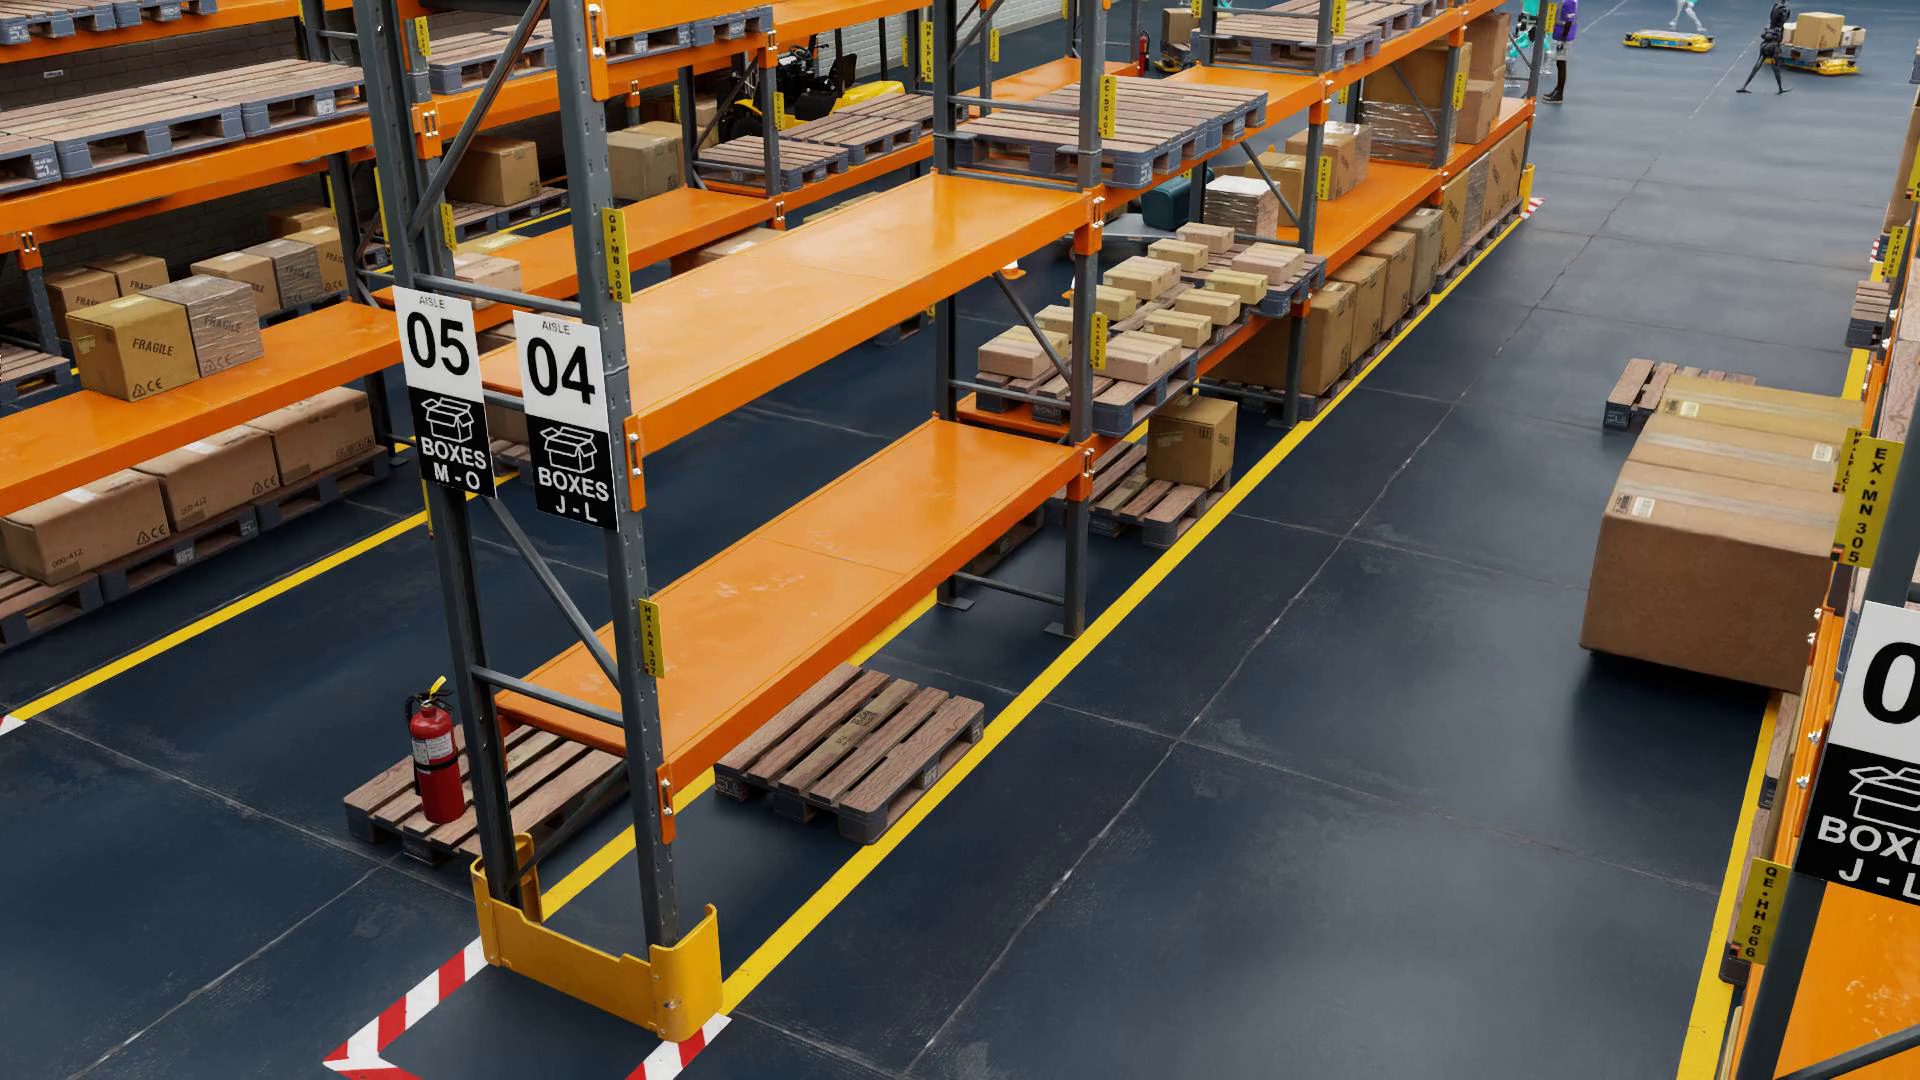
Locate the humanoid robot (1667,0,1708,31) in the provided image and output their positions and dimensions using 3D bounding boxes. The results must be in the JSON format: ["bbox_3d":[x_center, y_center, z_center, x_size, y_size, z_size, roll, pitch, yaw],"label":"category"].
[{"bbox_3d":[13.910,-10.541,31.586,0.969,1.768,0.545,1,26,2],"label":"humanoid robot"}]

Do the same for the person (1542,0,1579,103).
[{"bbox_3d":[9.175,-7.662,25.308,0.368,1.964,0.607,9,27,18],"label":"person"}]

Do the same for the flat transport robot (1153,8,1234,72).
[{"bbox_3d":[4.051,-8.095,28.163,1.431,0.231,0.659,-5,26,-11],"label":"flat transport robot"}]

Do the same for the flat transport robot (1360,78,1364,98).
[{"bbox_3d":[6.331,-5.996,23.801,0.659,0.231,1.431,-3,26,-7],"label":"flat transport robot"}]

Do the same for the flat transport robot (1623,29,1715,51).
[{"bbox_3d":[12.851,-9.050,30.146,1.431,0.231,0.659,18,31,32],"label":"flat transport robot"}]

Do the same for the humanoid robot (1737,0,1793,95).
[{"bbox_3d":[12.703,-7.785,25.947,0.778,1.623,0.595,4,26,8],"label":"humanoid robot"}]

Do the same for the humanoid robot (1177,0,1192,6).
[{"bbox_3d":[4.575,-11.767,33.946,0.735,1.677,0.533,-18,31,-33],"label":"humanoid robot"}]

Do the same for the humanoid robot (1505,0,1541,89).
[{"bbox_3d":[8.784,-7.901,26.110,0.852,1.803,0.559,-10,27,-20],"label":"humanoid robot"}]

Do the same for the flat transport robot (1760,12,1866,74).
[{"bbox_3d":[14.441,-8.132,28.238,0.659,0.231,1.431,-11,28,-22],"label":"flat transport robot"}]

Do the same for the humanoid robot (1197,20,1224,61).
[{"bbox_3d":[3.515,-6.305,22.878,0.584,1.638,0.762,19,32,34],"label":"humanoid robot"}]

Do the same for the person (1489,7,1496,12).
[{"bbox_3d":[7.423,-6.933,23.895,0.466,1.878,0.616,0,26,0],"label":"person"}]

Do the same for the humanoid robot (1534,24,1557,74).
[{"bbox_3d":[9.674,-8.465,27.274,0.821,1.796,0.543,19,32,34],"label":"humanoid robot"}]

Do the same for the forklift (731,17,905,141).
[{"bbox_3d":[-1.819,-5.975,21.543,2.313,2.155,1.214,14,29,26],"label":"forklift"}]

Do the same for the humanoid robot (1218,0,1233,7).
[{"bbox_3d":[4.787,-10.031,30.543,0.531,1.812,0.736,23,34,40],"label":"humanoid robot"}]
